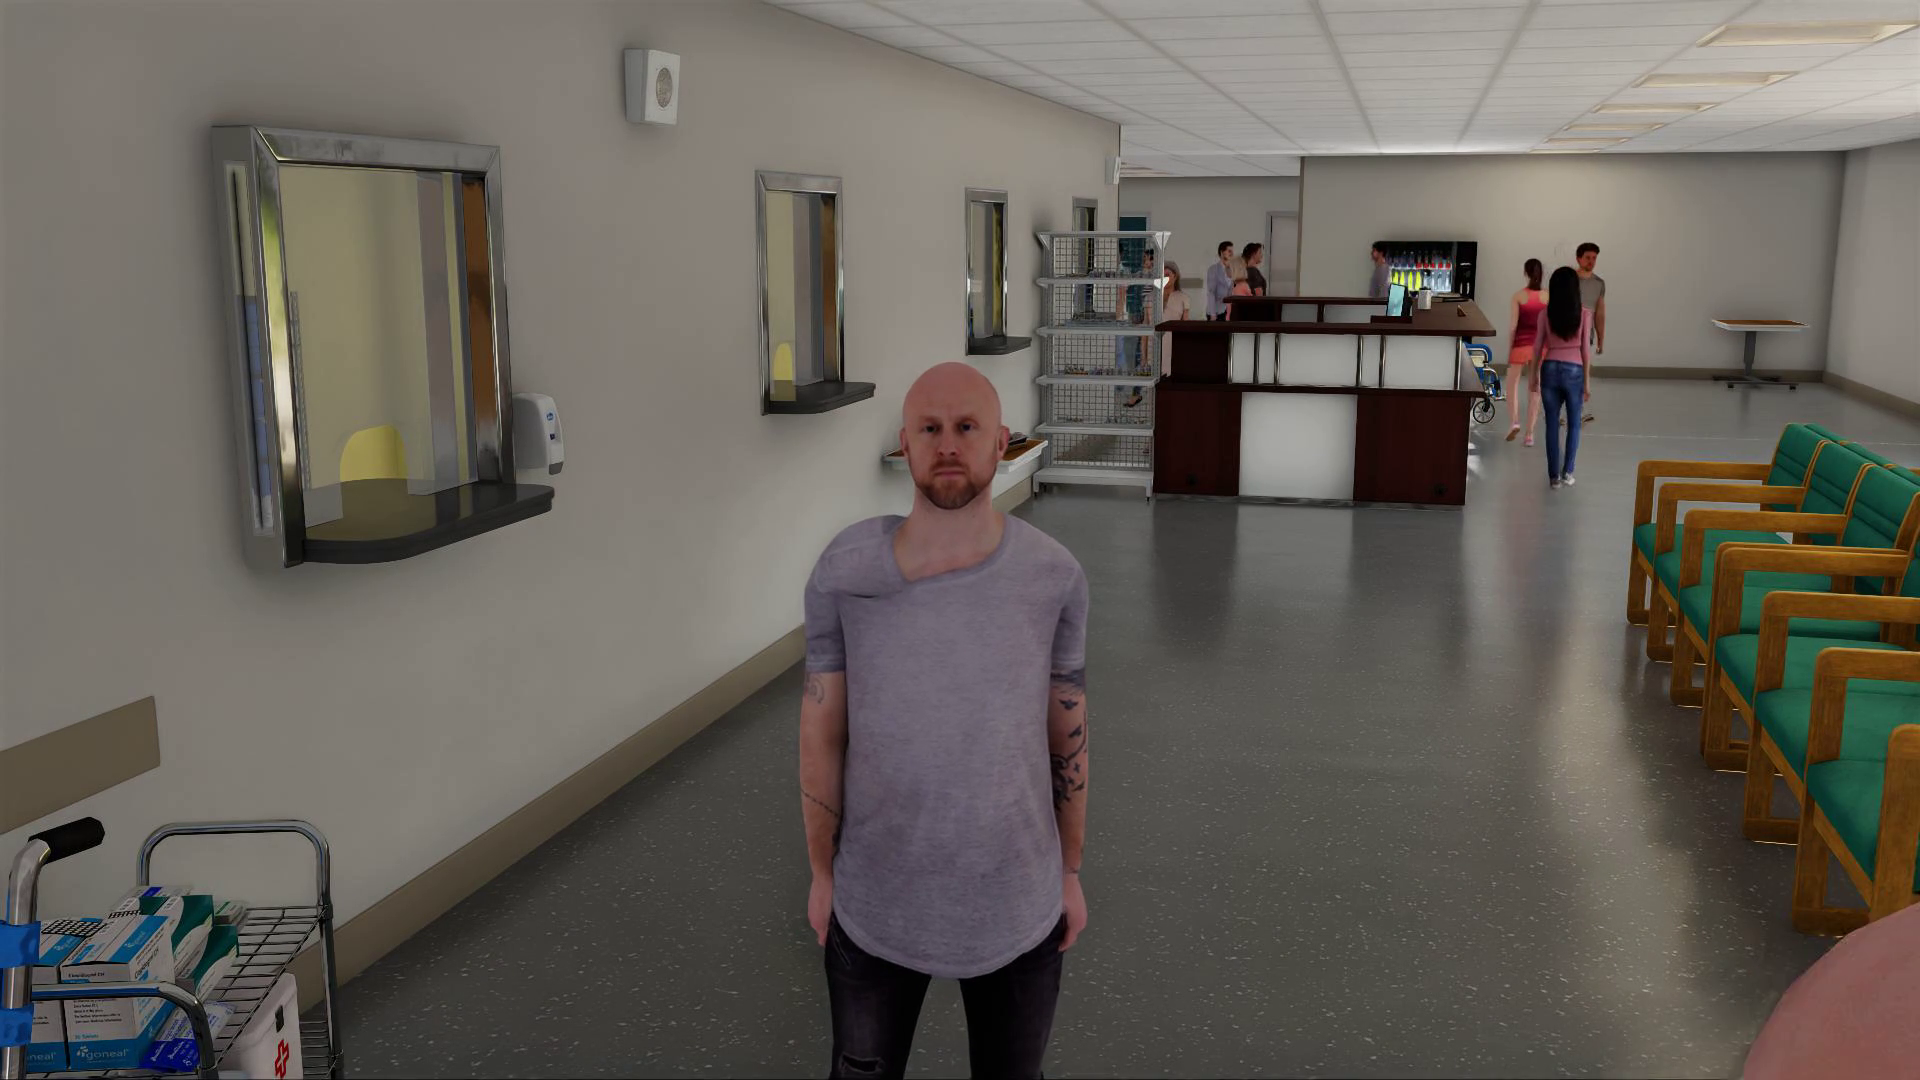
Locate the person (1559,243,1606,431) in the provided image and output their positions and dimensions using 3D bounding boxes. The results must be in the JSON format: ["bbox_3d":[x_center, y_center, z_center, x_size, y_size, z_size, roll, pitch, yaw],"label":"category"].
[{"bbox_3d":[6.119,-2.004,16.667,1.281,1.829,1.039,-1,11,-5],"label":"person"}]

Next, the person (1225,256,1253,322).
[{"bbox_3d":[3.193,-2.246,18.342,1.200,1.680,0.804,0,11,0],"label":"person"}]

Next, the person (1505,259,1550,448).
[{"bbox_3d":[5.297,-1.728,15.445,0.612,1.742,0.628,2,11,12],"label":"person"}]

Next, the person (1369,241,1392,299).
[{"bbox_3d":[5.643,-3.021,22.053,1.090,1.817,0.679,2,11,12],"label":"person"}]

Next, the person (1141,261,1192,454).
[{"bbox_3d":[1.845,-1.646,15.023,0.507,1.737,0.673,4,12,21],"label":"person"}]

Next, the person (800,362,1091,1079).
[{"bbox_3d":[-0.020,0.597,2.936,0.636,1.838,0.792,-1,11,-3],"label":"person"}]

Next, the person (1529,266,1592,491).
[{"bbox_3d":[4.684,-1.255,12.969,0.680,1.736,0.724,5,12,23],"label":"person"}]

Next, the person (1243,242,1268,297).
[{"bbox_3d":[3.413,-2.559,19.526,0.733,1.854,0.727,-3,11,-17],"label":"person"}]

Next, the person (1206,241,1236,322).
[{"bbox_3d":[3.390,-3.029,22.060,0.811,1.831,0.872,-6,12,-27],"label":"person"}]
